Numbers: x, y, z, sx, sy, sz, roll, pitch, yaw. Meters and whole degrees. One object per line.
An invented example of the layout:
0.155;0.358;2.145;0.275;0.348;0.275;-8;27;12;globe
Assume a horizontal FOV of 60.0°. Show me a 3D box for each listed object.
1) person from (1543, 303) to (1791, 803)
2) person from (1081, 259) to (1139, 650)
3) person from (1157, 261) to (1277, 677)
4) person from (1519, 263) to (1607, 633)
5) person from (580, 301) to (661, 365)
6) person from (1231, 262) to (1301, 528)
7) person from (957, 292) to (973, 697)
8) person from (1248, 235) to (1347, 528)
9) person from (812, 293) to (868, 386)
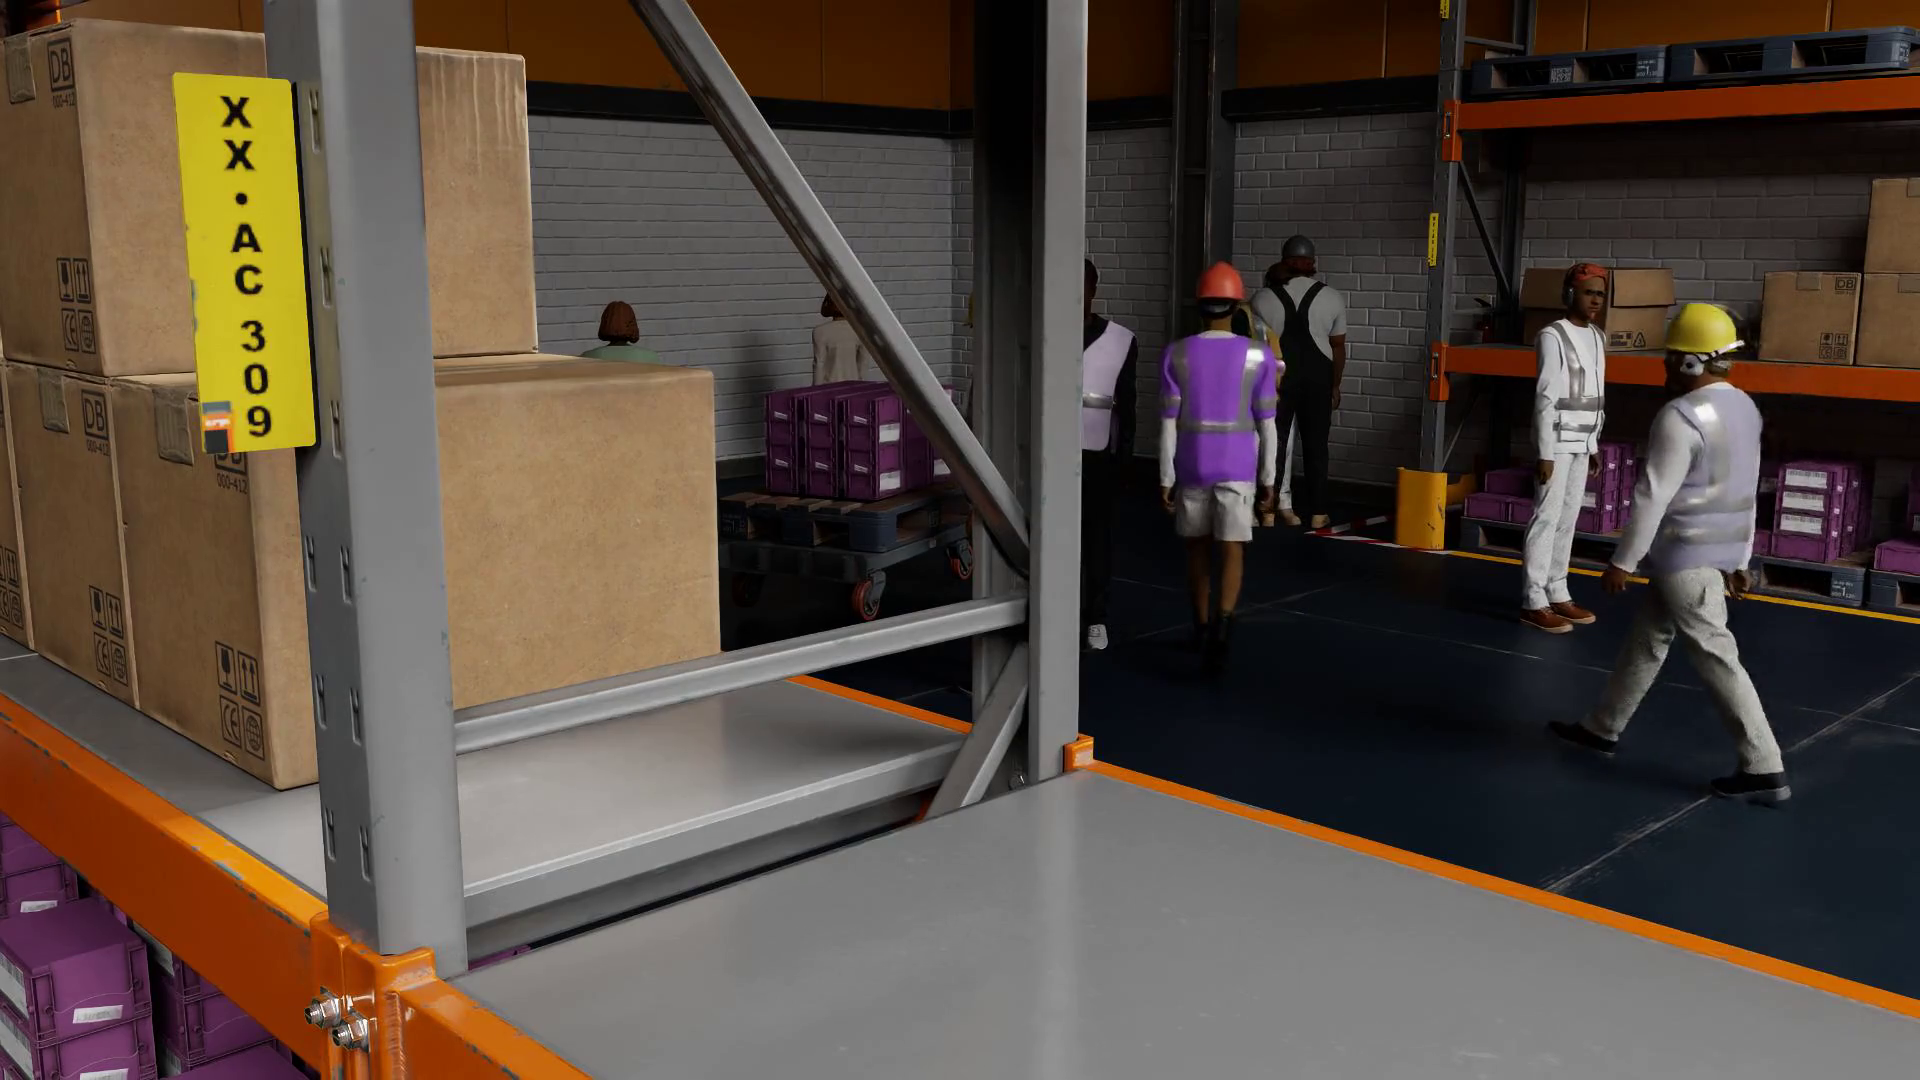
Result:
2.659;0.034;6.082;0.970;1.787;0.594;10;14;43;person
0.573;-0.424;8.188;0.588;1.920;0.392;3;11;16;person
1.187;-0.331;7.727;0.554;1.909;0.880;2;11;10;person
3.129;-0.475;8.569;0.574;1.881;0.358;-10;14;-43;person
-2.016;-0.609;9.975;0.499;1.633;0.285;-1;10;-5;person
2.190;-1.002;11.560;0.629;1.840;0.429;-3;11;-16;person
0.174;-0.214;7.304;0.403;1.823;0.586;4;11;23;person
2.328;-1.105;11.572;0.677;2.000;0.536;2;11;11;person
-0.931;-1.140;12.871;0.502;1.633;0.280;-8;13;-37;person
